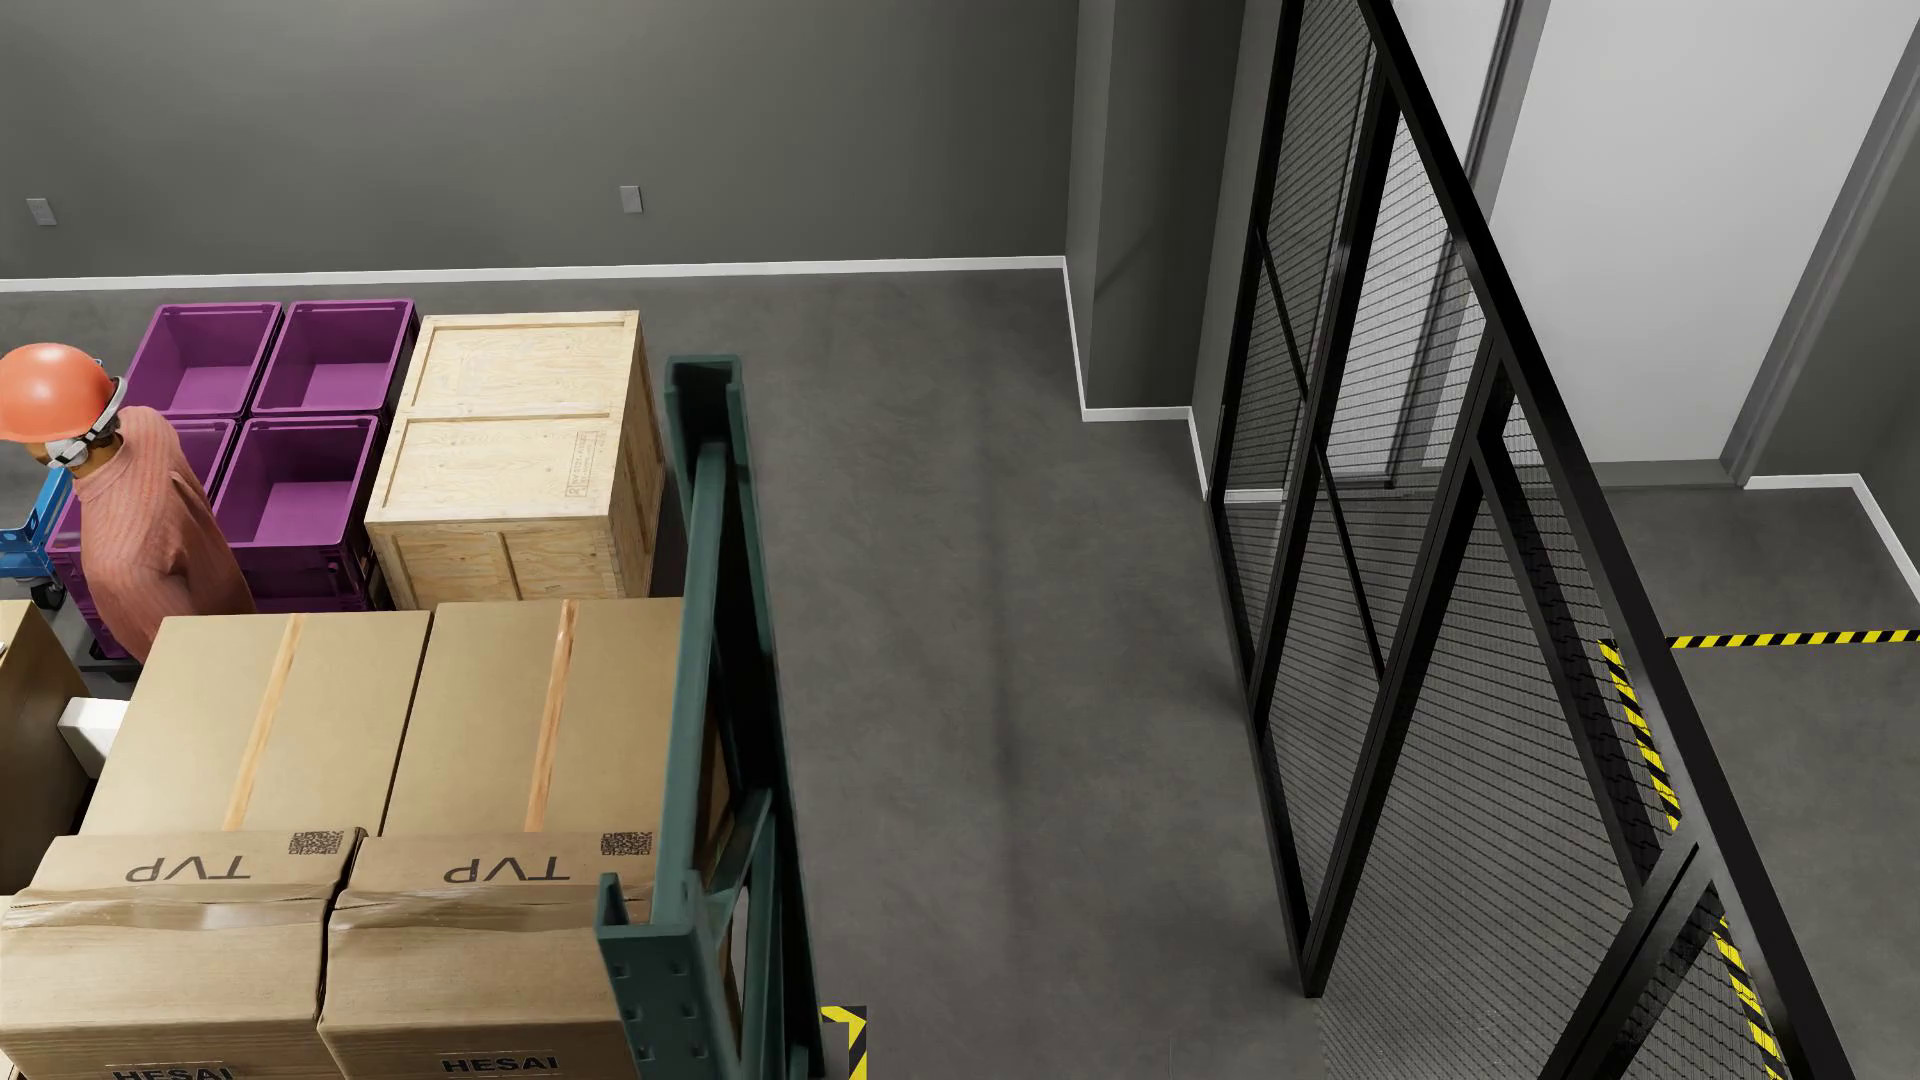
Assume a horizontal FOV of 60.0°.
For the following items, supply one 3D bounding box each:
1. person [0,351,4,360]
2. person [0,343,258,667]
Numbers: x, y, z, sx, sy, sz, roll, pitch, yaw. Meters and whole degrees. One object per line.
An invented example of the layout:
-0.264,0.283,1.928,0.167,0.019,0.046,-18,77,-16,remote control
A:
-4.038,-1.266,5.968,0.372,1.936,0.631,-4,46,-3,person
-2.069,0.266,4.464,0.397,1.992,0.621,-12,48,-11,person
